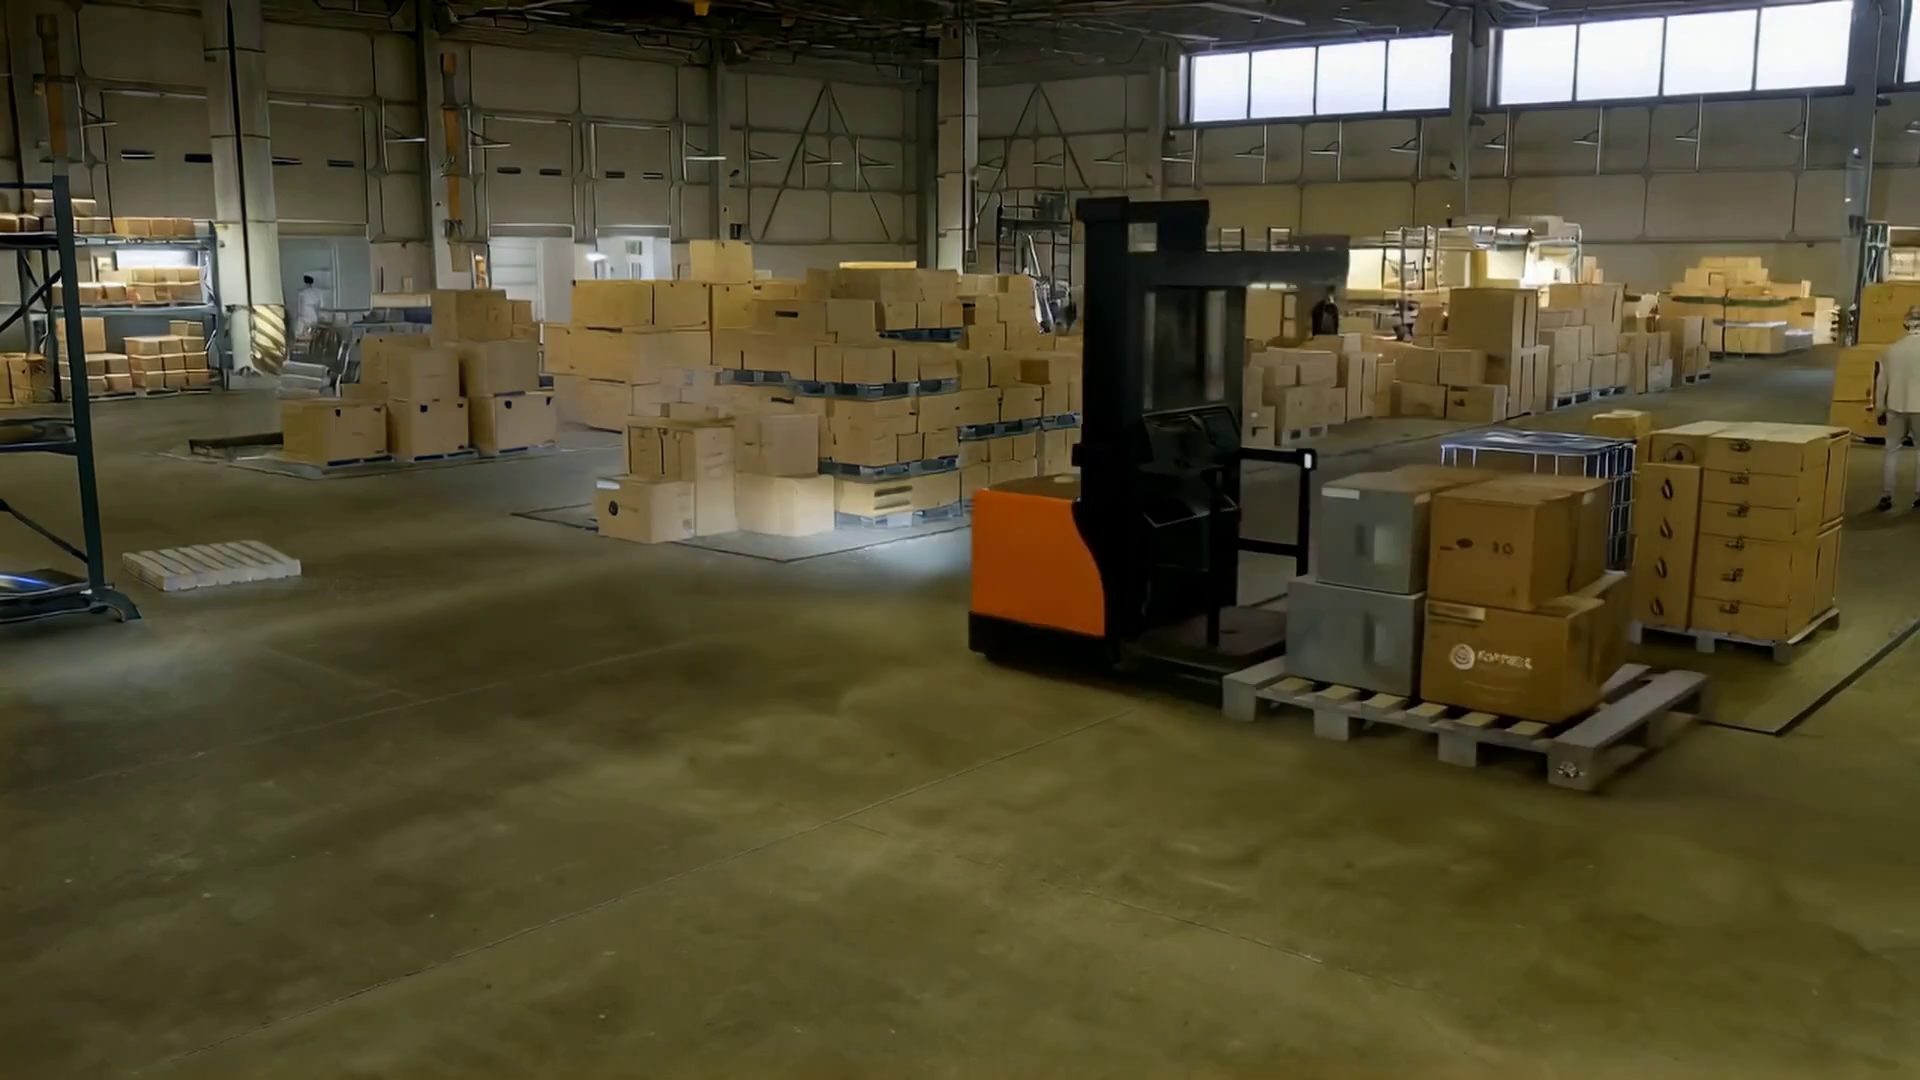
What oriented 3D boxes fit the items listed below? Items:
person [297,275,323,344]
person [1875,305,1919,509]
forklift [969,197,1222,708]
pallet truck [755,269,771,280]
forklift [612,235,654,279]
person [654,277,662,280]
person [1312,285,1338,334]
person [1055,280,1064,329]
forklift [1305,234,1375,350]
[{"bbox_3d":[-15.362,-5.301,39.336,0.606,1.904,0.702,3,10,14],"label":"person"},{"bbox_3d":[9.337,-1.306,16.342,0.612,1.995,0.392,8,13,38],"label":"person"},{"bbox_3d":[1.062,-0.611,9.870,1.873,2.768,1.129,8,13,40],"label":"forklift"},{"bbox_3d":[-4.996,-6.432,45.525,1.885,1.965,0.823,-6,12,-32],"label":"pallet truck"},{"bbox_3d":[-7.300,-5.450,37.421,1.873,2.768,1.129,8,13,40],"label":"forklift"},{"bbox_3d":[-6.516,-4.725,36.021,0.636,1.929,0.385,-5,11,-25],"label":"person"},{"bbox_3d":[6.198,-3.360,28.246,0.624,1.931,0.370,-10,14,-44],"label":"person"},{"bbox_3d":[2.739,-6.465,46.571,0.316,1.695,0.541,-1,10,-4],"label":"person"},{"bbox_3d":[7.739,-5.023,34.990,1.129,2.768,1.873,-7,12,-34],"label":"forklift"}]
